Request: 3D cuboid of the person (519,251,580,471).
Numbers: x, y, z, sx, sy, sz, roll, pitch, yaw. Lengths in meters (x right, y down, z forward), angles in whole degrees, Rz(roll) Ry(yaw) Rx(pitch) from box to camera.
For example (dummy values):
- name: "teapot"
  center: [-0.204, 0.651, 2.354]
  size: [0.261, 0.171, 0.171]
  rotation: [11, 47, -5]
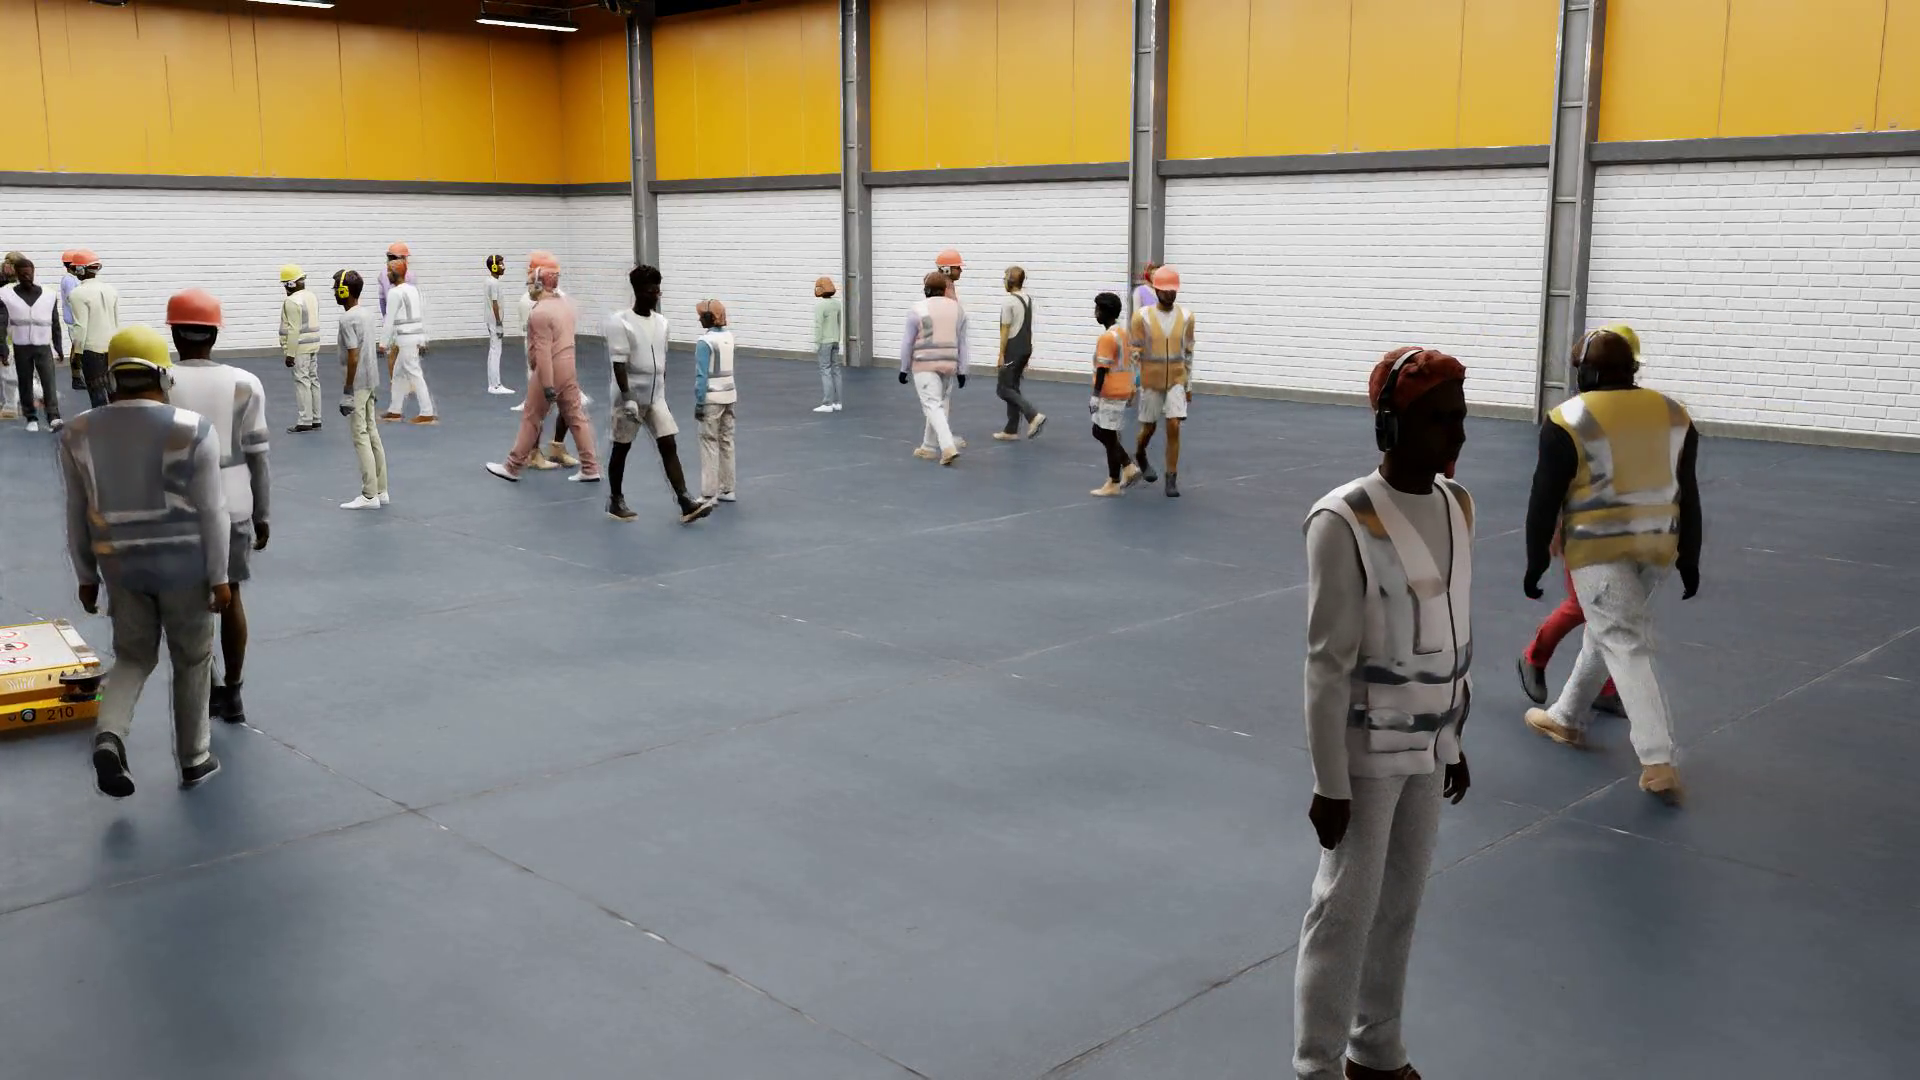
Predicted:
- name: "person"
  center: [-3.734, -1.590, 14.946]
  size: [0.598, 1.991, 0.617]
  rotation: [5, 11, 24]

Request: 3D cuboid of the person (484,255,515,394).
- name: "person"
  center: [-6.257, -2.910, 22.477]
  size: [0.334, 1.873, 0.521]
  rotation: [-4, 11, -22]

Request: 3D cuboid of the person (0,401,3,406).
- name: "person"
  center: [-12.180, -2.640, 20.542]
  size: [0.535, 2.000, 0.694]
  rotation: [4, 11, 20]

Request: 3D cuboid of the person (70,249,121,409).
- name: "person"
  center: [-8.719, -1.928, 16.779]
  size: [0.379, 1.996, 0.608]
  rotation: [2, 11, 12]

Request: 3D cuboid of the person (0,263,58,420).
- name: "person"
  center: [-10.877, -2.282, 19.193]
  size: [0.702, 1.821, 0.635]
  rotation: [-3, 11, -15]

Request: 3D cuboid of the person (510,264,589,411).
- name: "person"
  center: [-4.981, -2.466, 20.167]
  size: [0.941, 1.836, 0.529]
  rotation: [-1, 10, -6]

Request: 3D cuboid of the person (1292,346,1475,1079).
- name: "person"
  center: [0.998, 0.496, 3.868]
  size: [0.584, 1.882, 0.337]
  rotation: [-10, 14, -43]

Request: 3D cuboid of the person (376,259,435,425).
- name: "person"
  center: [-6.339, -2.216, 18.720]
  size: [0.863, 1.847, 0.599]
  rotation: [1, 10, 4]

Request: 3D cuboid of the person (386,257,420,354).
- name: "person"
  center: [-9.988, -4.236, 29.832]
  size: [0.672, 1.845, 0.921]
  rotation: [-9, 14, -41]

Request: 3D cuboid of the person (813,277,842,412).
- name: "person"
  center: [-1.614, -2.370, 20.180]
  size: [0.268, 1.630, 0.507]
  rotation: [6, 12, 29]

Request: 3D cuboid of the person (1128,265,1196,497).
- name: "person"
  center: [1.643, -1.332, 13.802]
  size: [0.579, 1.902, 0.752]
  rotation: [-1, 10, -7]

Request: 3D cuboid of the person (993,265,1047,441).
- name: "person"
  center: [0.608, -1.901, 17.102]
  size: [0.589, 1.827, 0.529]
  rotation: [6, 12, 32]

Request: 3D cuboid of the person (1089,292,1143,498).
- name: "person"
  center: [1.222, -1.175, 13.541]
  size: [0.368, 1.681, 0.547]
  rotation: [2, 11, 11]

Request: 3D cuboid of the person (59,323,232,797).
- name: "person"
  center: [-3.048, 0.098, 6.248]
  size: [0.592, 1.814, 0.602]
  rotation: [-1, 10, -4]

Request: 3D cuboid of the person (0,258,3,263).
- name: "person"
  center: [-14.343, -3.354, 24.851]
  size: [0.617, 1.876, 0.959]
  rotation: [8, 13, 36]

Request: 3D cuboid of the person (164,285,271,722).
- name: "person"
  center: [-3.262, -0.132, 7.194]
  size: [0.562, 1.918, 0.465]
  rotation: [-7, 12, -33]

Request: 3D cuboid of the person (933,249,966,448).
- name: "person"
  center: [-0.124, -1.933, 16.805]
  size: [0.378, 1.995, 0.611]
  rotation: [0, 10, -2]

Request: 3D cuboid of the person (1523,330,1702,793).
- name: "person"
  center: [2.593, 0.068, 6.568]
  size: [0.628, 1.766, 1.034]
  rotation: [-3, 11, -14]

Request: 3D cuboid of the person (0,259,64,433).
- name: "person"
  center: [-9.974, -2.066, 17.878]
  size: [0.630, 1.865, 1.000]
  rotation: [-8, 13, -36]

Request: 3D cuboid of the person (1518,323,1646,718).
- name: "person"
  center: [2.830, -0.082, 7.377]
  size: [0.553, 1.757, 0.480]
  rotation: [-6, 12, -31]

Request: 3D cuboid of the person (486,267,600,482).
- name: "person"
  center: [-3.590, -1.410, 14.346]
  size: [0.994, 1.857, 0.664]
  rotation: [3, 11, 14]

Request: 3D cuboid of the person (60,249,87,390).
- name: "person"
  center: [-12.254, -3.057, 23.093]
  size: [0.358, 1.937, 0.549]
  rotation: [-6, 12, -29]

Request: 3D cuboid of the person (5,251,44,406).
- name: "person"
  center: [-11.678, -2.635, 20.801]
  size: [0.629, 1.936, 0.372]
  rotation: [8, 13, 38]

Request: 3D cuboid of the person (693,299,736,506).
- name: "person"
  center: [-1.938, -1.085, 13.176]
  size: [0.326, 1.634, 0.518]
  rotation: [4, 11, 22]

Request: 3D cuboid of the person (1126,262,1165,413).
- name: "person"
  center: [2.256, -2.454, 20.144]
  size: [0.801, 1.820, 0.571]
  rotation: [10, 14, 42]

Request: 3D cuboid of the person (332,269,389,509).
- name: "person"
  center: [-4.709, -1.170, 13.006]
  size: [0.309, 1.864, 0.534]
  rotation: [0, 10, 2]

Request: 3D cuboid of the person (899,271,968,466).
- name: "person"
  center: [-0.220, -1.608, 15.574]
  size: [0.625, 1.807, 0.917]
  rotation: [-7, 13, -34]

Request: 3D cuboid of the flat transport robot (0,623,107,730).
- name: "flat transport robot"
  center: [-4.394, 0.604, 7.677]
  size: [0.652, 0.197, 1.431]
  rotation: [-7, 13, -35]

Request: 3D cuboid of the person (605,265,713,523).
- name: "person"
  center: [-2.281, -1.051, 12.238]
  size: [1.015, 1.907, 0.611]
  rotation: [9, 14, 39]

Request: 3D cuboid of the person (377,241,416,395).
- name: "person"
  center: [-7.461, -2.952, 22.234]
  size: [0.605, 2.045, 0.379]
  rotation: [5, 12, 25]

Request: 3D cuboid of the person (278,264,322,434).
- name: "person"
  center: [-7.130, -2.060, 17.964]
  size: [0.403, 1.826, 0.586]
  rotation: [0, 10, 2]
